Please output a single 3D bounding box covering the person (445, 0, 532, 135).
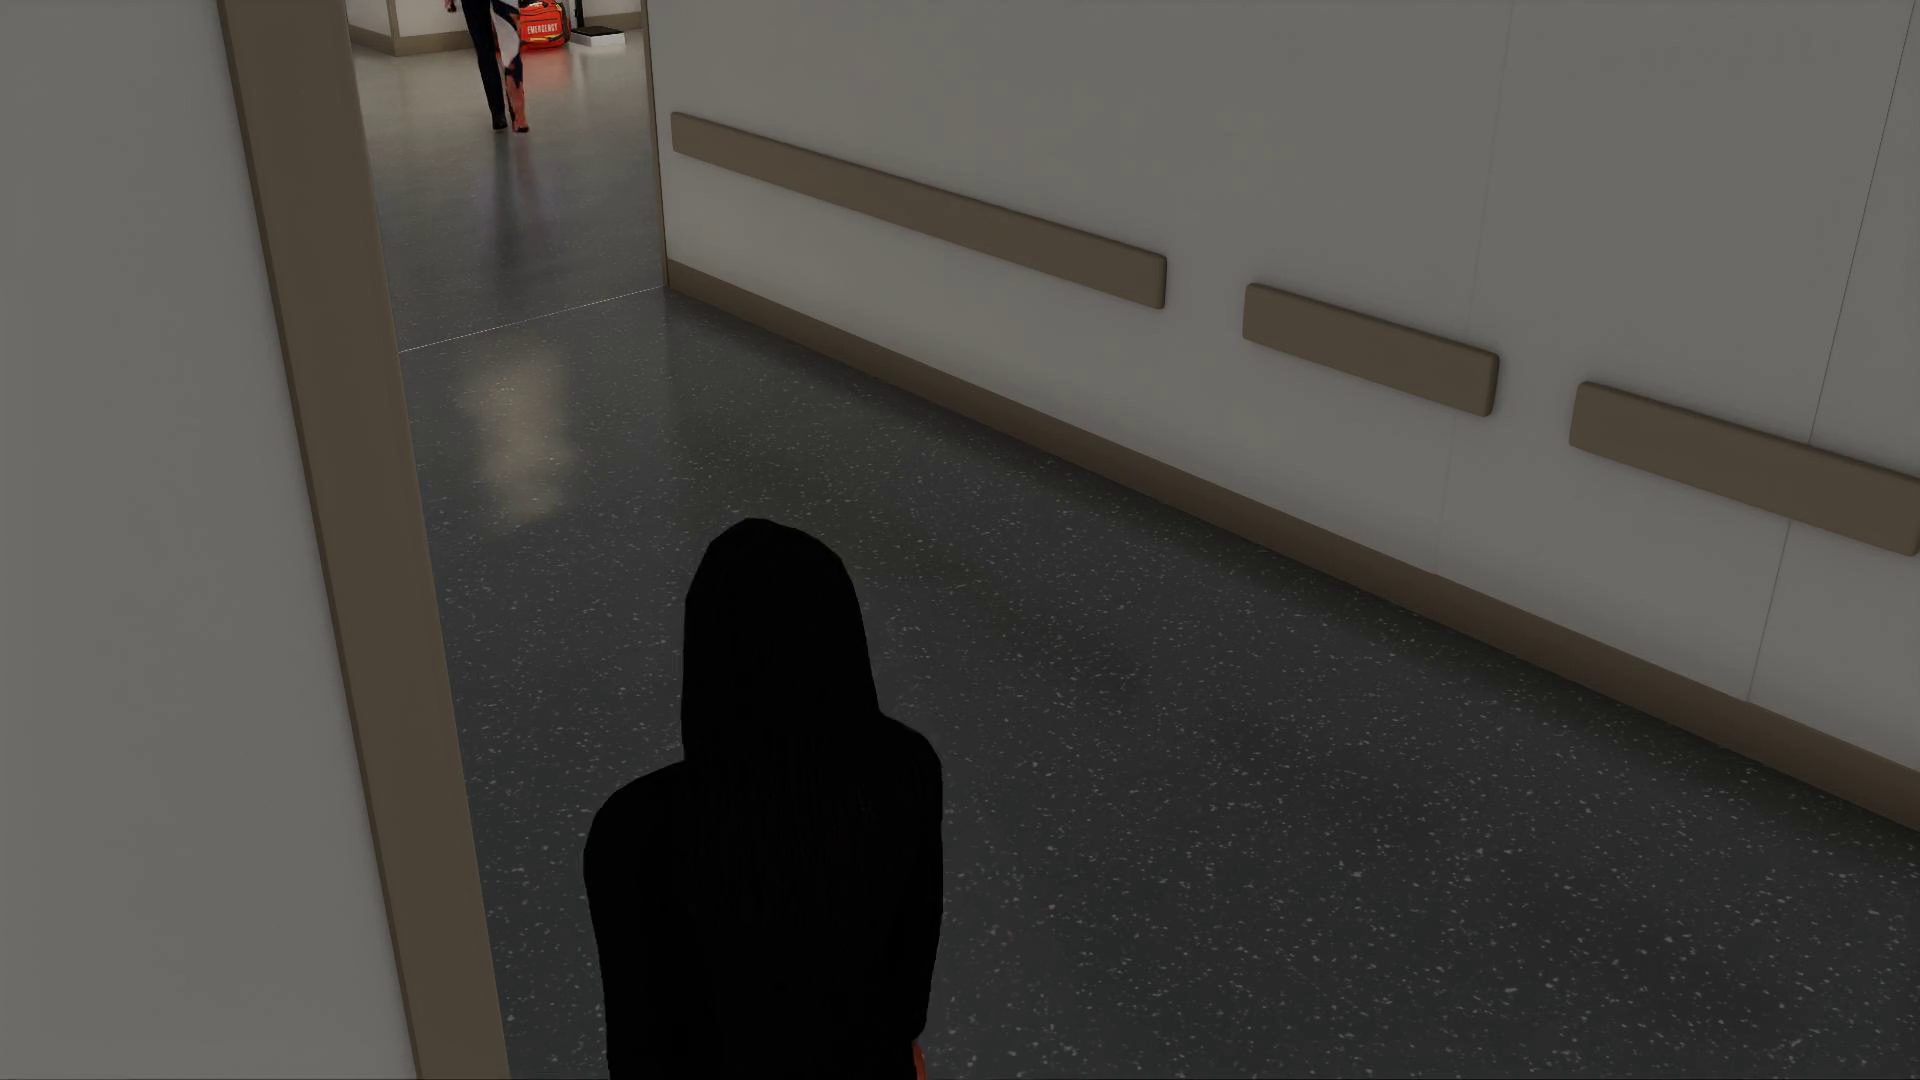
[{"bbox_3d":[-3.213,-3.734,11.317,0.988,1.866,0.994,-7,27,-15],"label":"person"}]

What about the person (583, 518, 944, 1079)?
[{"bbox_3d":[-0.186,0.796,2.102,0.636,1.709,0.748,-13,29,-25],"label":"person"}]
